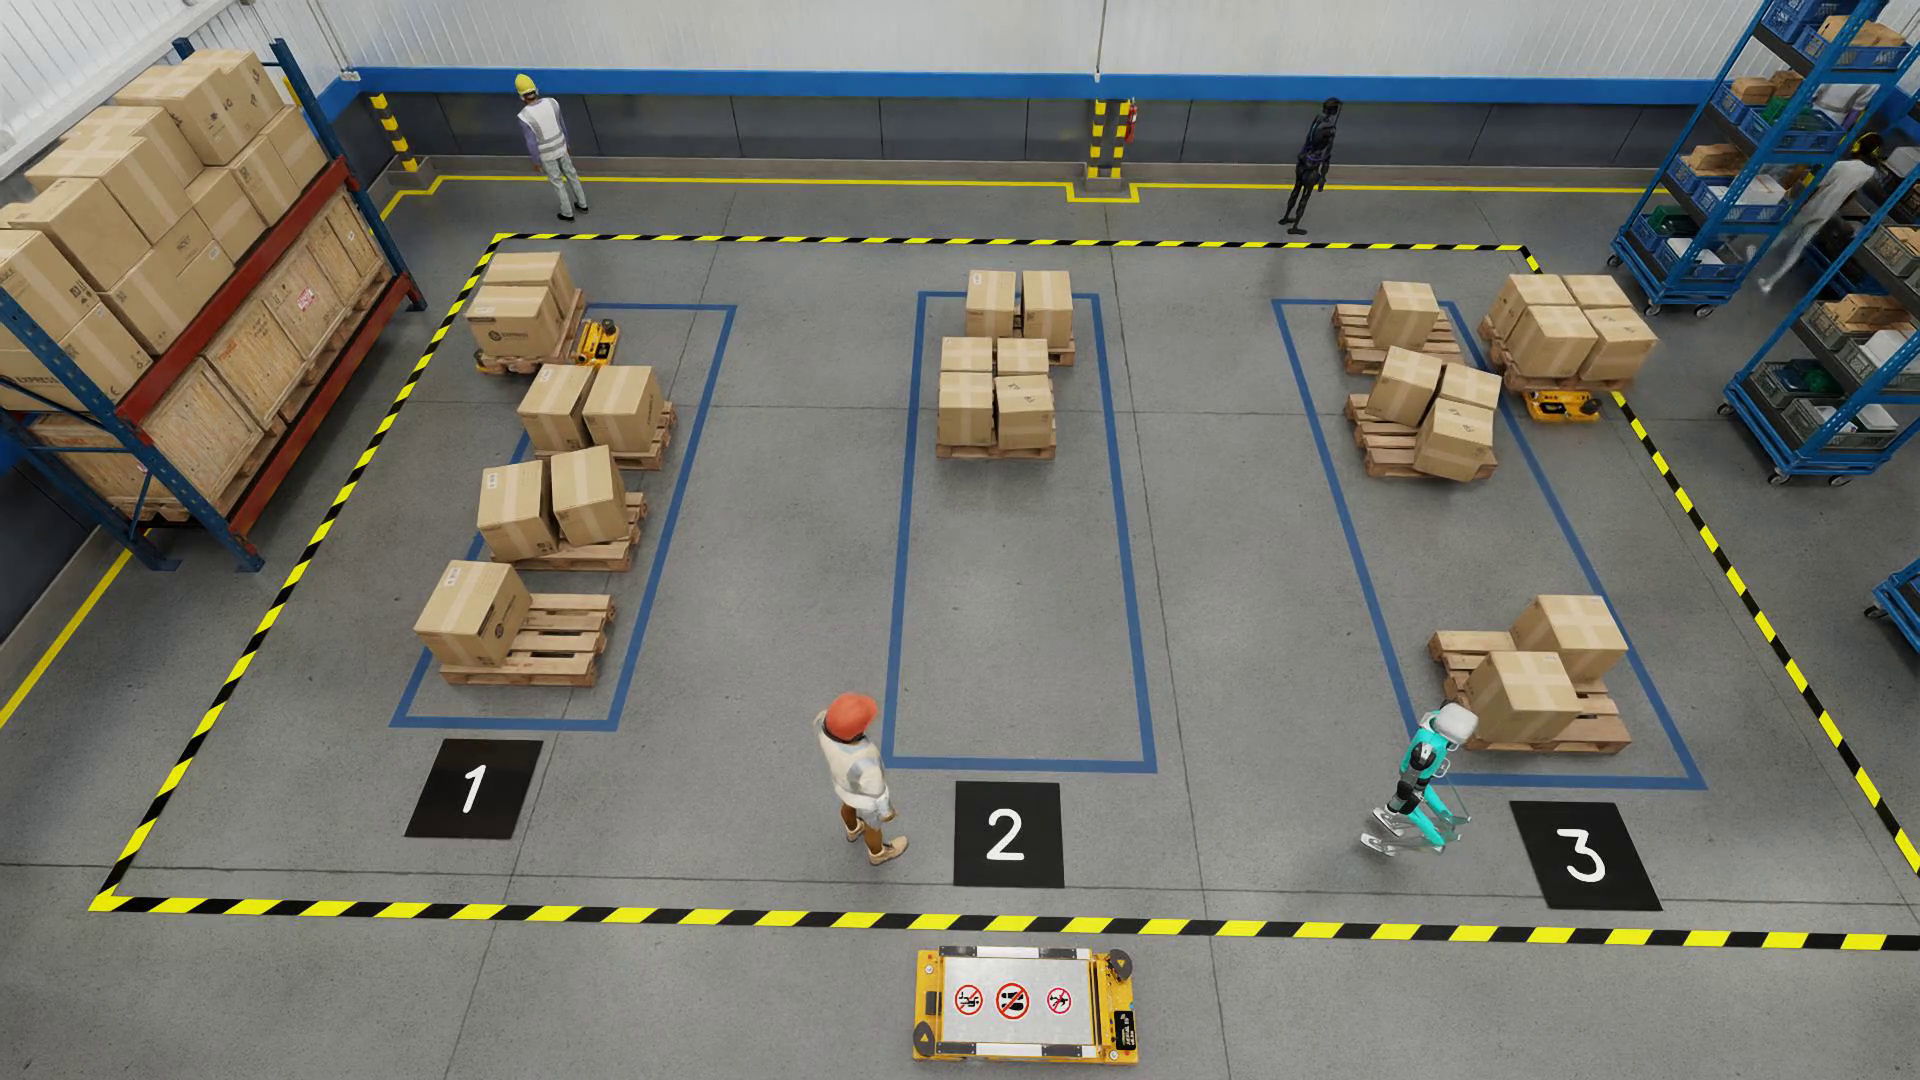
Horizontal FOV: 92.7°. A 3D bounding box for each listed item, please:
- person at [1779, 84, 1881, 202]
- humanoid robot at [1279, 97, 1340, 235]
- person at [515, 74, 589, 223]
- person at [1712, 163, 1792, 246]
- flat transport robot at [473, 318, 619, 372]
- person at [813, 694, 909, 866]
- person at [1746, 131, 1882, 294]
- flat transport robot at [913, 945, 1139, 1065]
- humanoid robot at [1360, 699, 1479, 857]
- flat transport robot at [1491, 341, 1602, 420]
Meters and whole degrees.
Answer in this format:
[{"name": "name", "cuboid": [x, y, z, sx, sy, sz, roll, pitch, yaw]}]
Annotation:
[{"name": "person", "cuboid": [10.982, -5.333, 11.691, 0.393, 2.038, 0.613, -35, 59, -25]}, {"name": "humanoid robot", "cuboid": [4.352, -4.634, 11.344, 0.315, 1.659, 0.599, -8, 51, -6]}, {"name": "person", "cuboid": [-5.119, -4.863, 11.445, 0.404, 1.825, 0.587, 27, 56, 20]}, {"name": "person", "cuboid": [9.527, -4.225, 10.984, 0.481, 1.736, 0.310, -14, 52, -11]}, {"name": "flat transport robot", "cuboid": [-4.615, -2.185, 10.249, 1.431, 0.197, 0.652, -2, 51, -2]}, {"name": "person", "cuboid": [-0.646, 1.590, 6.044, 0.366, 2.048, 0.606, -36, 59, -26]}, {"name": "person", "cuboid": [9.857, -3.835, 10.603, 0.543, 1.820, 0.930, 15, 52, 12]}, {"name": "flat transport robot", "cuboid": [0.422, 3.041, 6.007, 1.431, 0.231, 0.659, 1, 51, 1]}, {"name": "humanoid robot", "cuboid": [3.164, 1.702, 6.068, 0.735, 1.671, 0.533, 35, 59, 25]}, {"name": "flat transport robot", "cuboid": [6.361, -1.869, 9.992, 0.652, 0.197, 1.431, 1, 51, 1]}]
